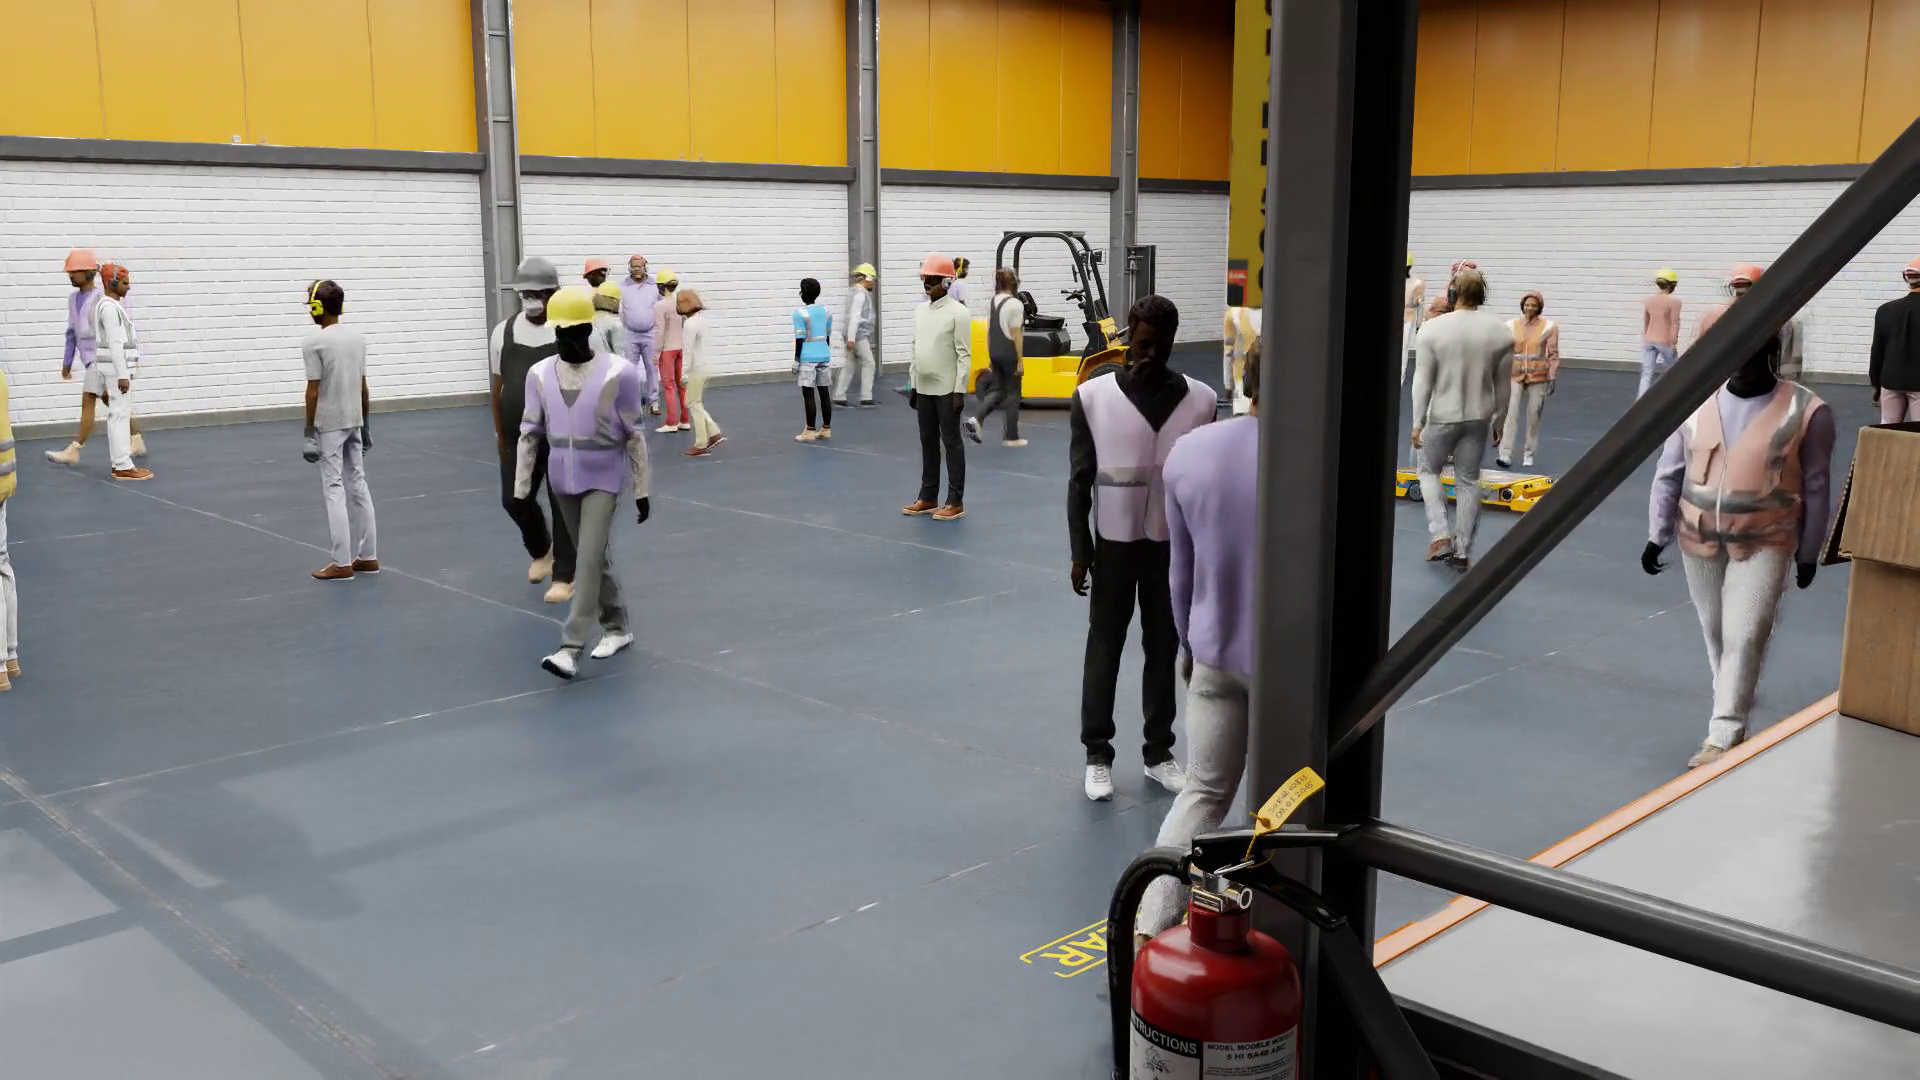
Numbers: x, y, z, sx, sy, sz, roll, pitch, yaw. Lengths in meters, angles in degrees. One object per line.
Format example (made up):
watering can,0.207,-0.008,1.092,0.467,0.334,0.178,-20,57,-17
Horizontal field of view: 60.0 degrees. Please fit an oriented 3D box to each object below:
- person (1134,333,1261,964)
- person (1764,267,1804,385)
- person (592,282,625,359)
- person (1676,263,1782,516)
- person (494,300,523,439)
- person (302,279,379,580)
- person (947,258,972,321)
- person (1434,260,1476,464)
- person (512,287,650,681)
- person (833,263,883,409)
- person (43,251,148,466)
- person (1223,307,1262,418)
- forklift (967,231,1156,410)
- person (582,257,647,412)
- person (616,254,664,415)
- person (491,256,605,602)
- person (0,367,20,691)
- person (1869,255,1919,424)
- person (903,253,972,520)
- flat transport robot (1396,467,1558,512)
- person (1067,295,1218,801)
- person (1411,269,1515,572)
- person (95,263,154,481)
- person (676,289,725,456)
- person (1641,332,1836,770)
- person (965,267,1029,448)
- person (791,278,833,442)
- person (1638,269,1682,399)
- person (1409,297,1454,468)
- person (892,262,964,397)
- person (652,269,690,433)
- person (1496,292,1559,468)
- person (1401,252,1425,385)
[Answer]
person,0.802,0.355,4.583,0.631,1.913,0.899,7,13,35
person,6.333,-1.185,13.045,1.006,1.886,0.617,9,14,40
person,-3.266,-1.491,15.154,0.514,1.712,0.520,6,12,29
person,5.746,-1.083,12.389,1.051,1.926,0.645,-5,11,-24
person,-4.353,-1.767,16.791,0.813,1.658,0.547,-3,11,-16
person,-3.869,-0.680,10.349,0.311,1.861,0.499,4,11,23
person,-0.099,-2.944,22.797,0.600,1.823,0.515,-6,12,-30
person,4.681,-1.677,15.668,0.407,1.904,0.639,8,13,37
person,-1.875,-0.275,8.088,0.618,1.871,0.985,3,11,17
person,-1.245,-2.500,20.460,0.725,1.784,0.612,-2,11,-13
person,-8.148,-1.704,15.592,0.633,1.983,1.068,7,12,33
person,2.467,-1.331,13.816,0.558,1.884,0.969,1,10,8
forklift,1.222,-2.721,20.561,2.313,2.155,1.214,2,11,13
person,-3.837,-2.188,18.502,0.668,1.895,0.595,-5,12,-26
person,-3.788,-2.423,19.722,0.652,1.906,0.402,-2,11,-10
person,-2.418,-0.656,9.720,0.684,2.000,0.573,1,10,5
person,-4.653,-0.200,7.778,0.429,1.844,0.627,-3,11,-18
person,7.298,-1.184,12.742,0.392,1.988,0.609,-7,13,-35
person,-0.166,-1.153,12.548,0.375,1.997,0.611,-10,14,-42
flat transport robot,4.113,-0.433,13.337,0.652,0.197,1.431,-10,14,-44
person,0.693,0.028,6.345,0.587,1.913,0.391,-2,11,-12
person,3.177,-0.758,10.599,0.650,1.918,0.456,0,10,-2
person,-7.345,-1.463,14.543,0.356,1.887,0.573,-6,12,-30
person,-2.562,-1.618,16.120,0.343,1.615,0.538,0,10,0
person,3.043,0.029,6.623,0.917,1.800,0.622,-10,14,-43
person,0.404,-1.809,16.607,0.619,1.826,0.507,-8,13,-37
person,-1.531,-1.859,17.218,0.321,1.697,0.530,8,13,38
person,8.252,-2.291,19.457,0.717,1.735,0.543,-5,12,-27
person,3.926,-1.187,13.729,0.507,1.631,0.276,-10,14,-43
person,-0.382,-2.755,21.839,0.959,1.793,0.577,-2,11,-10
person,-3.154,-2.044,18.039,0.323,1.767,0.533,6,12,28
person,5.171,-1.443,15.180,0.528,1.605,0.734,5,12,26
person,6.363,-3.178,23.874,0.590,1.902,0.788,6,12,29
